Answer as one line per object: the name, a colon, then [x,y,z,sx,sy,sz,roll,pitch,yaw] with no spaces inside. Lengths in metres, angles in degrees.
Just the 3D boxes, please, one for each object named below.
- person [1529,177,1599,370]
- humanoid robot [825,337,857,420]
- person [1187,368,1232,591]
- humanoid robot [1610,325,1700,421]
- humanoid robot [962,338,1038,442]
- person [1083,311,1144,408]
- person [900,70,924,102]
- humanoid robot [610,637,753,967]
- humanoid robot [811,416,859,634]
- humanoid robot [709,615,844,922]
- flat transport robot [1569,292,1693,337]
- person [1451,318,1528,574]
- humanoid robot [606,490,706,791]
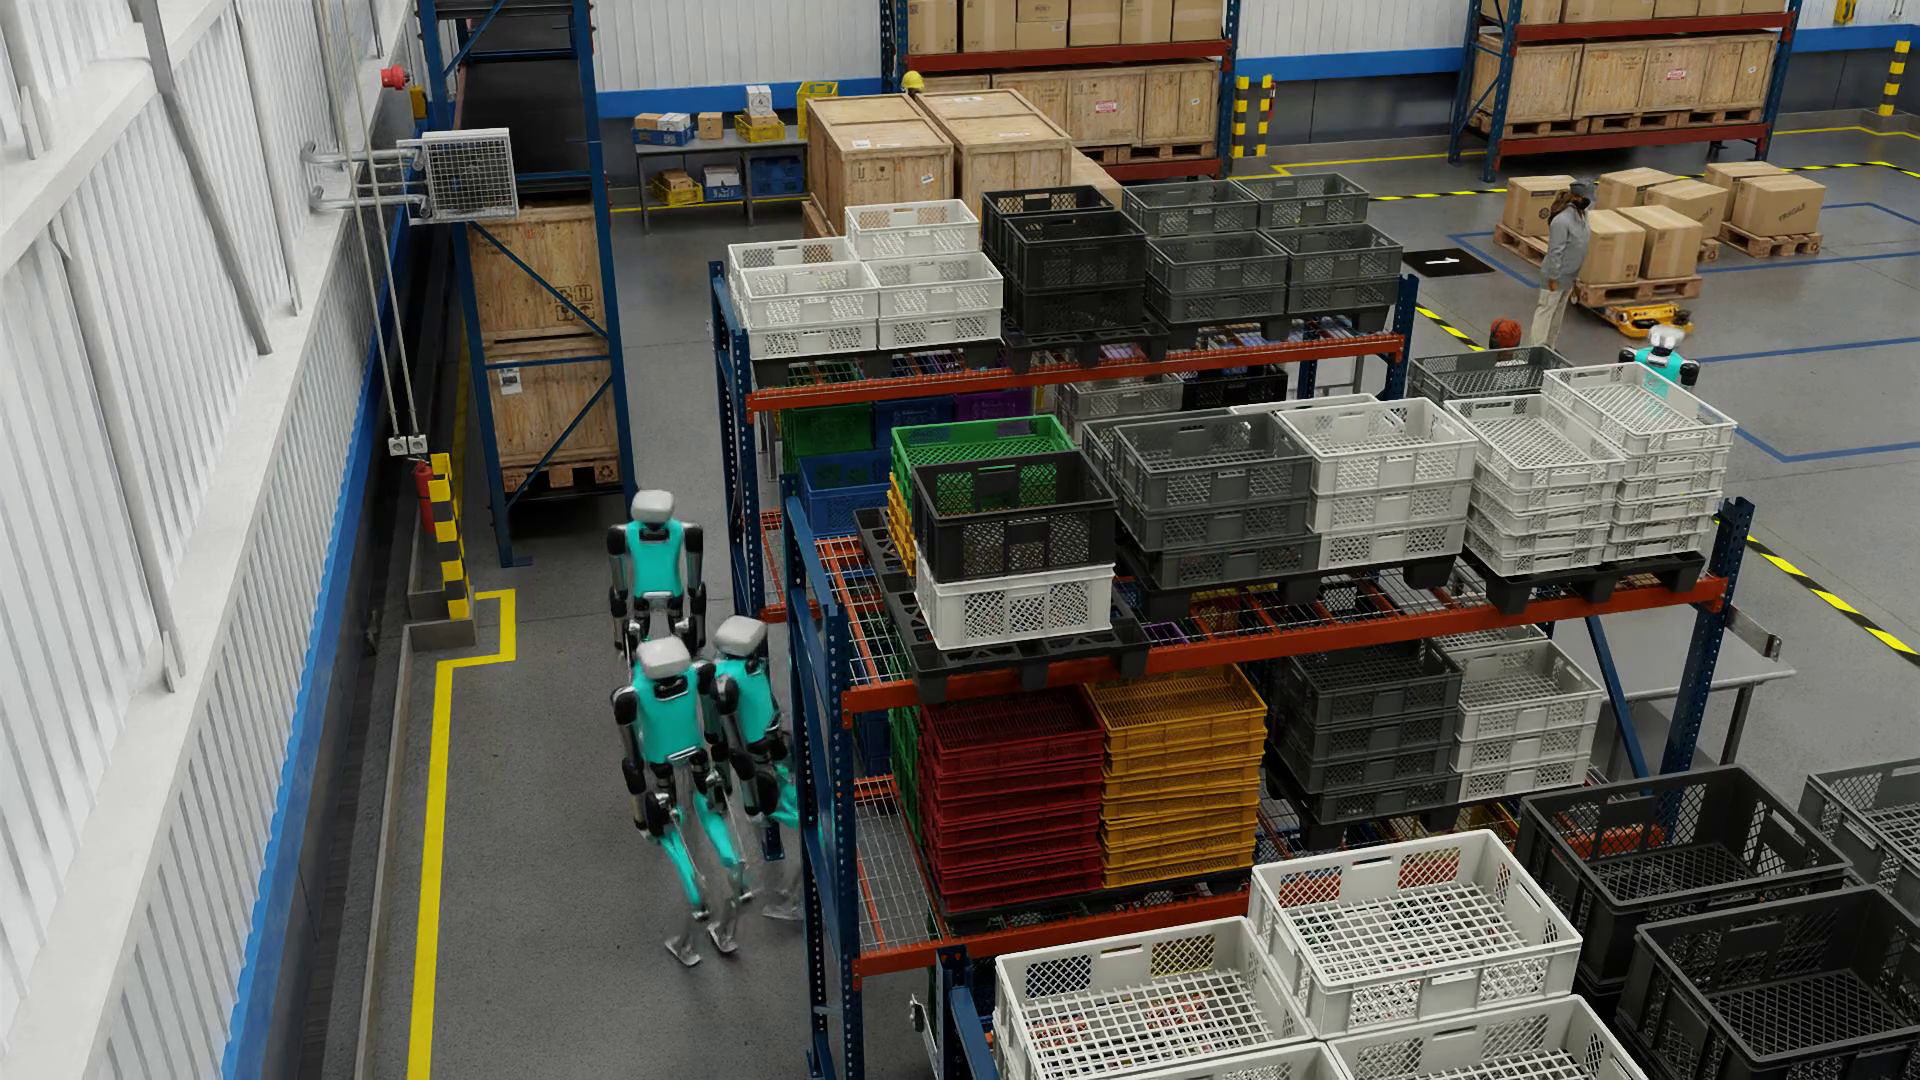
person: [5.432,-2.412,15.019,0.404,1.763,0.563,23,35,36]
humanoid robot: [-0.823,-0.918,12.289,0.501,1.642,0.607,-17,32,-29]
person: [1.629,-0.337,10.944,0.998,1.900,0.608,-21,35,-35]
humanoid robot: [4.903,-0.786,11.821,0.533,1.676,0.735,17,32,29]
humanoid robot: [0.306,-0.494,11.307,0.530,1.696,0.735,-4,28,-7]
person: [1.160,-1.328,12.666,0.605,2.044,0.371,19,33,31]
person: [-0.524,-4.285,18.494,0.588,1.837,0.404,-22,35,-35]
humanoid robot: [-1.248,1.316,7.905,0.539,1.736,0.676,-17,32,-30]
humanoid robot: [-0.823,-0.222,10.981,0.599,1.634,0.713,21,35,35]
humanoid robot: [-0.809,1.190,8.193,0.727,1.762,0.542,5,28,10]
flat transport robot: [6.567,-2.374,16.521,0.652,0.197,1.431,-6,28,-12]
person: [3.665,-0.634,11.528,0.580,1.879,0.360,-12,30,-22]
humanoid robot: [-1.658,0.696,9.264,0.543,1.889,0.744,-4,28,-7]
